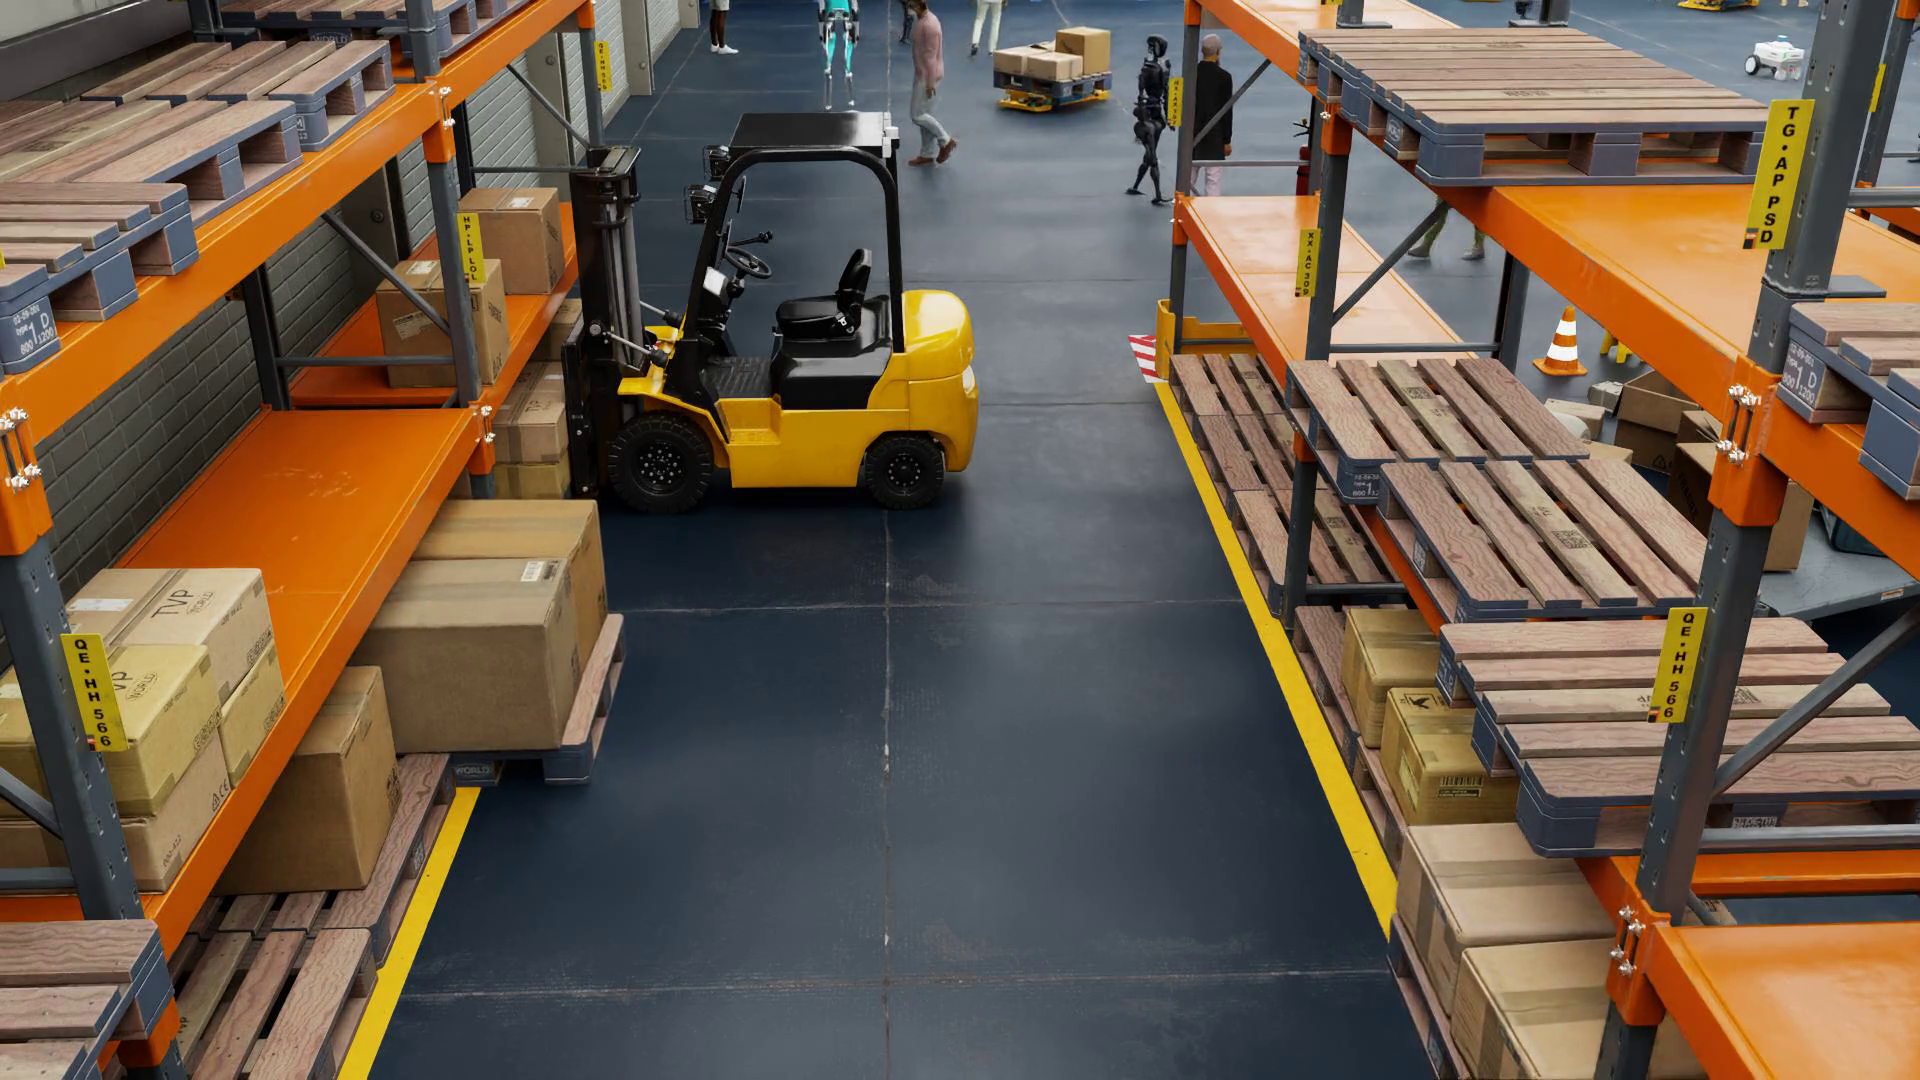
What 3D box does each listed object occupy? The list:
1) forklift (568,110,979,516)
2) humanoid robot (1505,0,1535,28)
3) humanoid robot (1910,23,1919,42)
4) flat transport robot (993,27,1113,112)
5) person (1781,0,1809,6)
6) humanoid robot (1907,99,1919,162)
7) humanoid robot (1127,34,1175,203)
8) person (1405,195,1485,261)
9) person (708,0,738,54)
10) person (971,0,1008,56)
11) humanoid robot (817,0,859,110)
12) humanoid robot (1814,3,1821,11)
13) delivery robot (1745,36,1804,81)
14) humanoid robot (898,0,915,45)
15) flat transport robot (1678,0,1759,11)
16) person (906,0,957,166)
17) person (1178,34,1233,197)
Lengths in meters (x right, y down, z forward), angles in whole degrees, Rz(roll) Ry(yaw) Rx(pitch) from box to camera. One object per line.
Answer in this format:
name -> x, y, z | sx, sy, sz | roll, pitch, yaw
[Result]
forklift -> -1.043, -1.379, 9.976 | 2.313, 2.155, 1.214 | -1, 25, -2
humanoid robot -> 6.423, -5.397, 19.084 | 0.608, 1.641, 0.369 | -16, 30, -31
humanoid robot -> 15.257, -8.568, 25.861 | 0.783, 1.628, 0.589 | 9, 27, 18
flat transport robot -> 1.215, -5.736, 21.451 | 0.659, 0.231, 1.431 | 23, 34, 40
person -> 15.094, -10.502, 29.675 | 0.528, 1.879, 0.423 | 14, 29, 27
humanoid robot -> 10.893, -4.964, 18.244 | 0.768, 1.644, 0.614 | -12, 28, -24
humanoid robot -> 1.964, -4.216, 16.622 | 0.657, 1.637, 0.609 | 18, 31, 33
person -> 4.356, -3.247, 14.518 | 0.835, 1.680, 0.470 | -11, 27, -22
person -> -3.628, -8.277, 24.922 | 0.357, 1.898, 0.556 | -15, 29, -29
person -> 0.443, -8.063, 24.672 | 0.585, 1.727, 0.587 | 6, 26, 12
humanoid robot -> -1.524, -6.318, 21.015 | 0.530, 1.803, 0.803 | -2, 25, -4
humanoid robot -> 15.334, -9.916, 28.735 | 0.775, 1.644, 0.600 | 11, 27, 22
delivery robot -> 11.405, -6.731, 23.206 | 0.502, 0.581, 0.752 | -5, 26, -10
humanoid robot -> -0.789, -8.540, 25.738 | 0.340, 1.652, 0.588 | 15, 29, 29
flat transport robot -> 13.547, -9.619, 29.674 | 1.431, 0.231, 0.659 | -16, 30, -30
person -> -0.347, -4.930, 17.828 | 0.509, 1.909, 0.713 | -6, 26, -12
person -> 2.231, -3.672, 15.238 | 0.544, 1.850, 0.406 | 19, 31, 35
